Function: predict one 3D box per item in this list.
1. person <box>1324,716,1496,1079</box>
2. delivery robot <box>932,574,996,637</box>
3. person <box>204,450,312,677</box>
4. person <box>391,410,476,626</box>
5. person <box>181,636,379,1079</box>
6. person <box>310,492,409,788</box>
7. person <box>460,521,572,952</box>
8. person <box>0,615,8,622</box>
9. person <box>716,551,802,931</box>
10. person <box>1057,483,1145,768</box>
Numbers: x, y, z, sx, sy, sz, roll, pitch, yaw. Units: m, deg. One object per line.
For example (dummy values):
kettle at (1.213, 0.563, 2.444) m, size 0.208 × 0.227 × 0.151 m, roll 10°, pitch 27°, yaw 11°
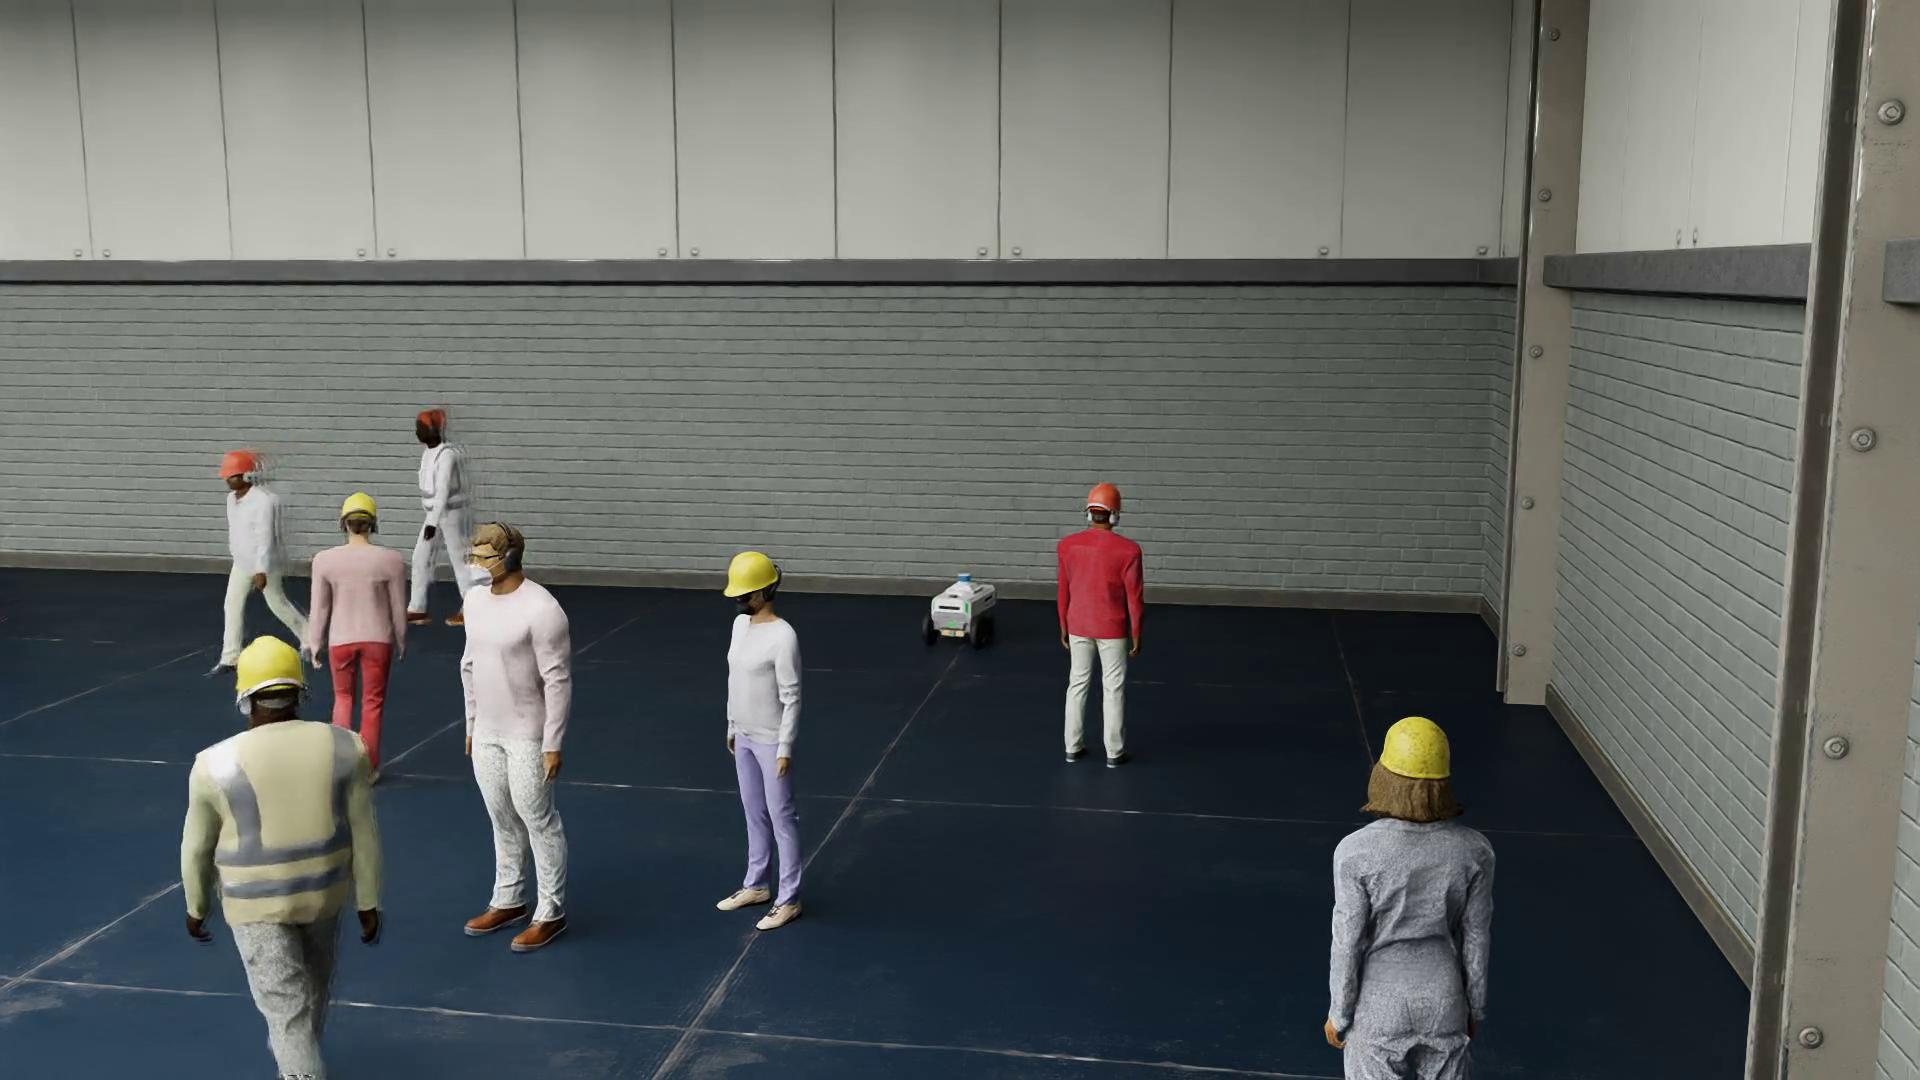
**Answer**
person at (1.317, 1.375, 4.931) m, size 0.492 × 1.744 × 0.295 m, roll -1°, pitch 9°, yaw -7°
delivery robot at (0.036, 0.518, 13.584) m, size 0.477 × 0.478 × 0.707 m, roll 3°, pitch 10°, yaw 20°
person at (-5.302, 0.150, 12.637) m, size 0.565 × 1.704 × 0.881 m, roll 6°, pitch 11°, yaw 33°
person at (-4.491, -0.163, 14.062) m, size 0.855 × 1.850 × 0.588 m, roll -8°, pitch 12°, yaw -41°
person at (-2.381, 1.213, 5.798) m, size 0.596 × 1.773 × 0.952 m, roll -8°, pitch 12°, yaw -40°
person at (-3.513, 0.595, 9.770) m, size 0.532 × 1.742 × 0.403 m, roll -2°, pitch 9°, yaw -10°
person at (-1.999, 0.868, 7.458) m, size 0.635 × 1.937 × 0.353 m, roll 7°, pitch 11°, yaw 35°
person at (-8.361, 0.020, 13.707) m, size 0.828 × 1.598 × 0.498 m, roll -5°, pitch 11°, yaw -29°
person at (-0.930, 0.918, 7.708) m, size 0.321 × 1.761 × 0.522 m, roll -7°, pitch 12°, yaw -39°
person at (0.870, 0.517, 10.219) m, size 0.567 × 1.743 × 0.349 m, roll 5°, pitch 10°, yaw 26°
